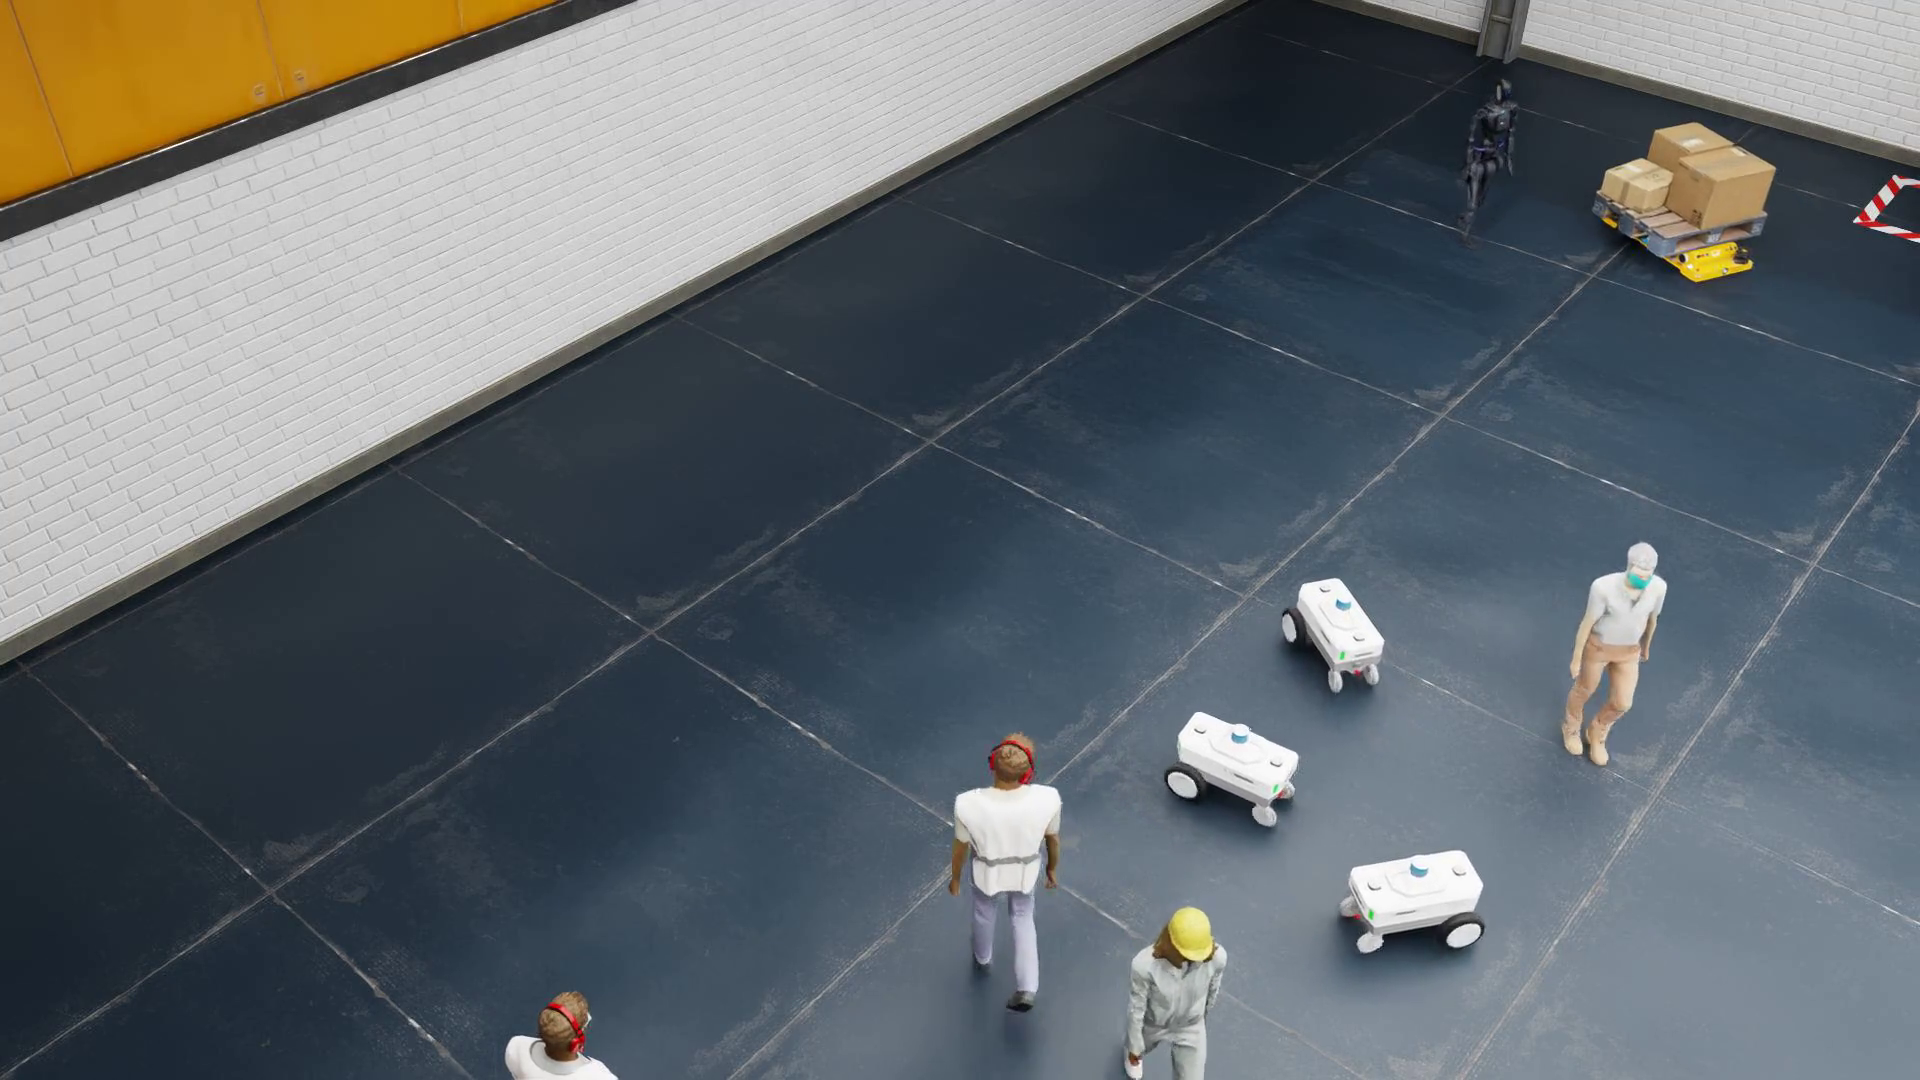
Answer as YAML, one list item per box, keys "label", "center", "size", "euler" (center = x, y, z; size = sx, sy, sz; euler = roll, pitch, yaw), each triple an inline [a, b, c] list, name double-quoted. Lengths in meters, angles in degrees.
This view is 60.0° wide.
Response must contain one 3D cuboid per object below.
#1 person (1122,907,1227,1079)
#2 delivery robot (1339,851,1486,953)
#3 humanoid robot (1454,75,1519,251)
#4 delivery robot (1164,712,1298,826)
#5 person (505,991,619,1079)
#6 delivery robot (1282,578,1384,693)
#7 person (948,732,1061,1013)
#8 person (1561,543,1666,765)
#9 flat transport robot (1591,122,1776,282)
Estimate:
- label: "person"
  center: [1.037, 2.348, 8.229]
  size: [0.485, 1.697, 0.895]
  euler: [-3, 39, -4]
- label: "delivery robot"
  center: [2.598, 2.037, 9.526]
  size: [0.793, 0.590, 0.499]
  euler: [-7, 39, -9]
- label: "humanoid robot"
  center: [4.926, -3.581, 15.638]
  size: [0.584, 1.656, 0.617]
  euler: [-16, 42, -19]
- label: "delivery robot"
  center: [1.714, 1.383, 10.330]
  size: [0.757, 0.580, 0.499]
  euler: [22, 44, 25]
- label: "person"
  center: [-1.745, 2.738, 7.644]
  size: [0.568, 1.832, 0.403]
  euler: [14, 41, 17]
- label: "delivery robot"
  center: [2.564, 0.608, 11.317]
  size: [0.499, 0.611, 0.809]
  euler: [-10, 40, -12]
- label: "person"
  center: [0.240, 1.791, 8.828]
  size: [0.594, 1.823, 0.679]
  euler: [-5, 39, -6]
- label: "person"
  center: [4.030, 0.712, 10.240]
  size: [0.520, 1.724, 0.526]
  euler: [0, 39, 0]
- label: "flat transport robot"
  center: [6.827, -2.928, 15.920]
  size: [0.659, 0.231, 1.431]
  euler: [-14, 41, -17]
